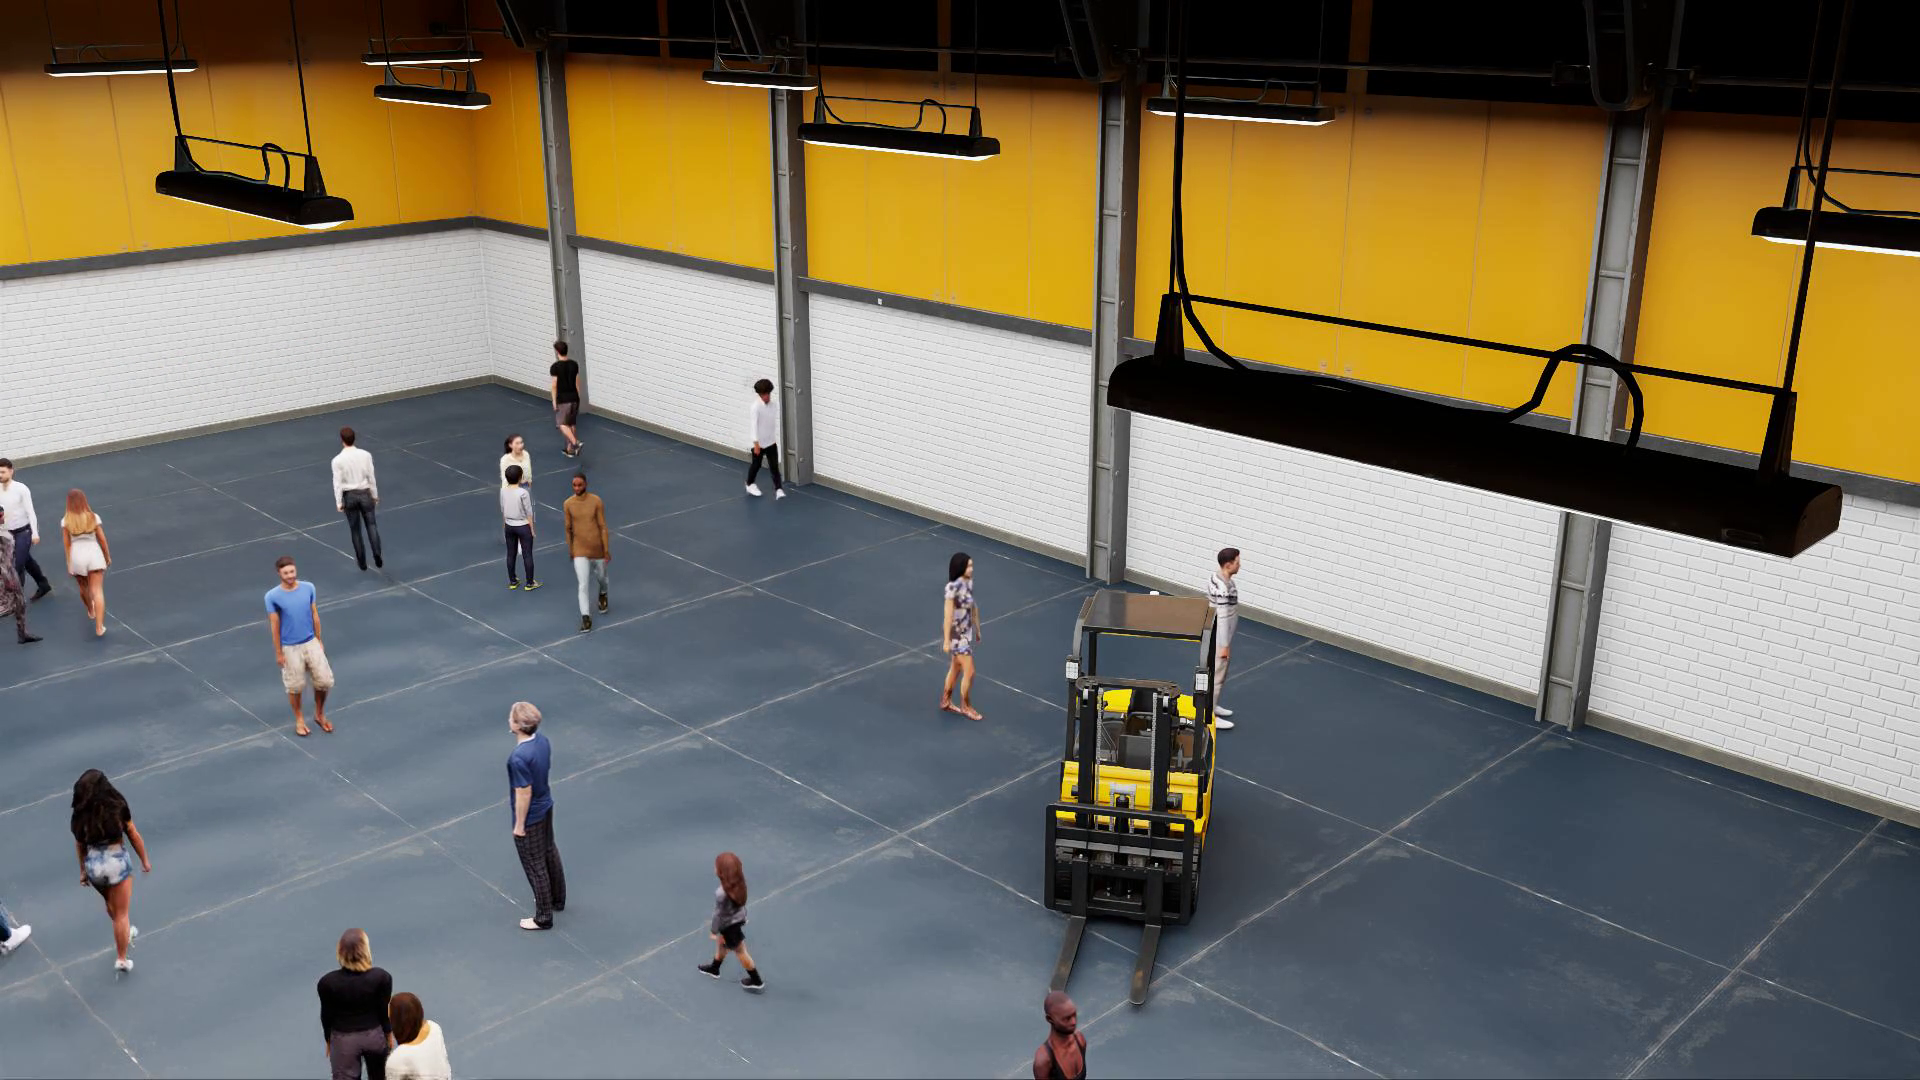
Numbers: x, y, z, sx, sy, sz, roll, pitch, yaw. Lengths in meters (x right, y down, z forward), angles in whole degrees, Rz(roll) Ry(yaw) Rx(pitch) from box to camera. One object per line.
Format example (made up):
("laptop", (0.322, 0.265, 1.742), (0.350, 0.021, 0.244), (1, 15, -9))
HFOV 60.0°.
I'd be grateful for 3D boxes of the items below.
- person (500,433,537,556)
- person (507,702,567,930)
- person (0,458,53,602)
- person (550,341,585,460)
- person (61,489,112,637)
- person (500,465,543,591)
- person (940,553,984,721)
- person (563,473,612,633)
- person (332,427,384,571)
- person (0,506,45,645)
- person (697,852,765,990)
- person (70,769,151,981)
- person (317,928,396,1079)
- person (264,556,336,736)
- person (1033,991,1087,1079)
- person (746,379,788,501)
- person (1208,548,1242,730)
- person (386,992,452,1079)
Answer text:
("person", (-5.747, -0.599, 21.458), (0.643, 1.624, 0.649), (15, 24, 38))
("person", (-3.328, 2.129, 12.970), (0.745, 1.871, 0.738), (4, 19, 10))
("person", (-11.078, -0.094, 19.651), (1.239, 1.820, 1.169), (3, 19, 10))
("person", (-6.028, -2.130, 25.660), (0.679, 1.843, 0.977), (-17, 25, -40))
("person", (-9.859, 0.289, 18.794), (0.853, 1.642, 1.198), (-9, 20, -24))
("person", (-5.394, -0.159, 20.264), (0.565, 1.552, 0.680), (5, 19, 15))
("person", (-0.079, 0.952, 16.713), (0.834, 1.713, 0.724), (10, 21, 28))
("person", (-4.250, 0.091, 19.141), (1.040, 1.794, 1.192), (-3, 19, -8))
("person", (-7.468, -0.476, 20.728), (0.785, 1.858, 0.940), (-12, 22, -31))
("person", (-10.636, 0.413, 18.340), (0.906, 1.697, 0.962), (-7, 20, -20))
("person", (-1.635, 2.808, 12.193), (0.851, 1.081, 0.688), (6, 20, 18))
("person", (-6.311, 2.507, 12.287), (0.883, 1.591, 0.980), (-2, 19, -6))
("person", (-3.685, 3.178, 10.205), (0.836, 1.648, 1.082), (-7, 20, -21))
("person", (-6.531, 1.007, 16.339), (0.692, 1.847, 0.730), (-14, 23, -35))
("person", (0.555, 3.354, 9.511), (0.542, 1.758, 0.587), (15, 24, 38))
("person", (-2.855, -1.441, 23.742), (1.135, 1.763, 0.711), (17, 25, 41))
("person", (2.569, 0.948, 16.515), (0.805, 1.848, 0.749), (0, 19, 1))
("person", (-3.030, 3.360, 9.626), (0.813, 1.672, 0.766), (5, 19, 14))
